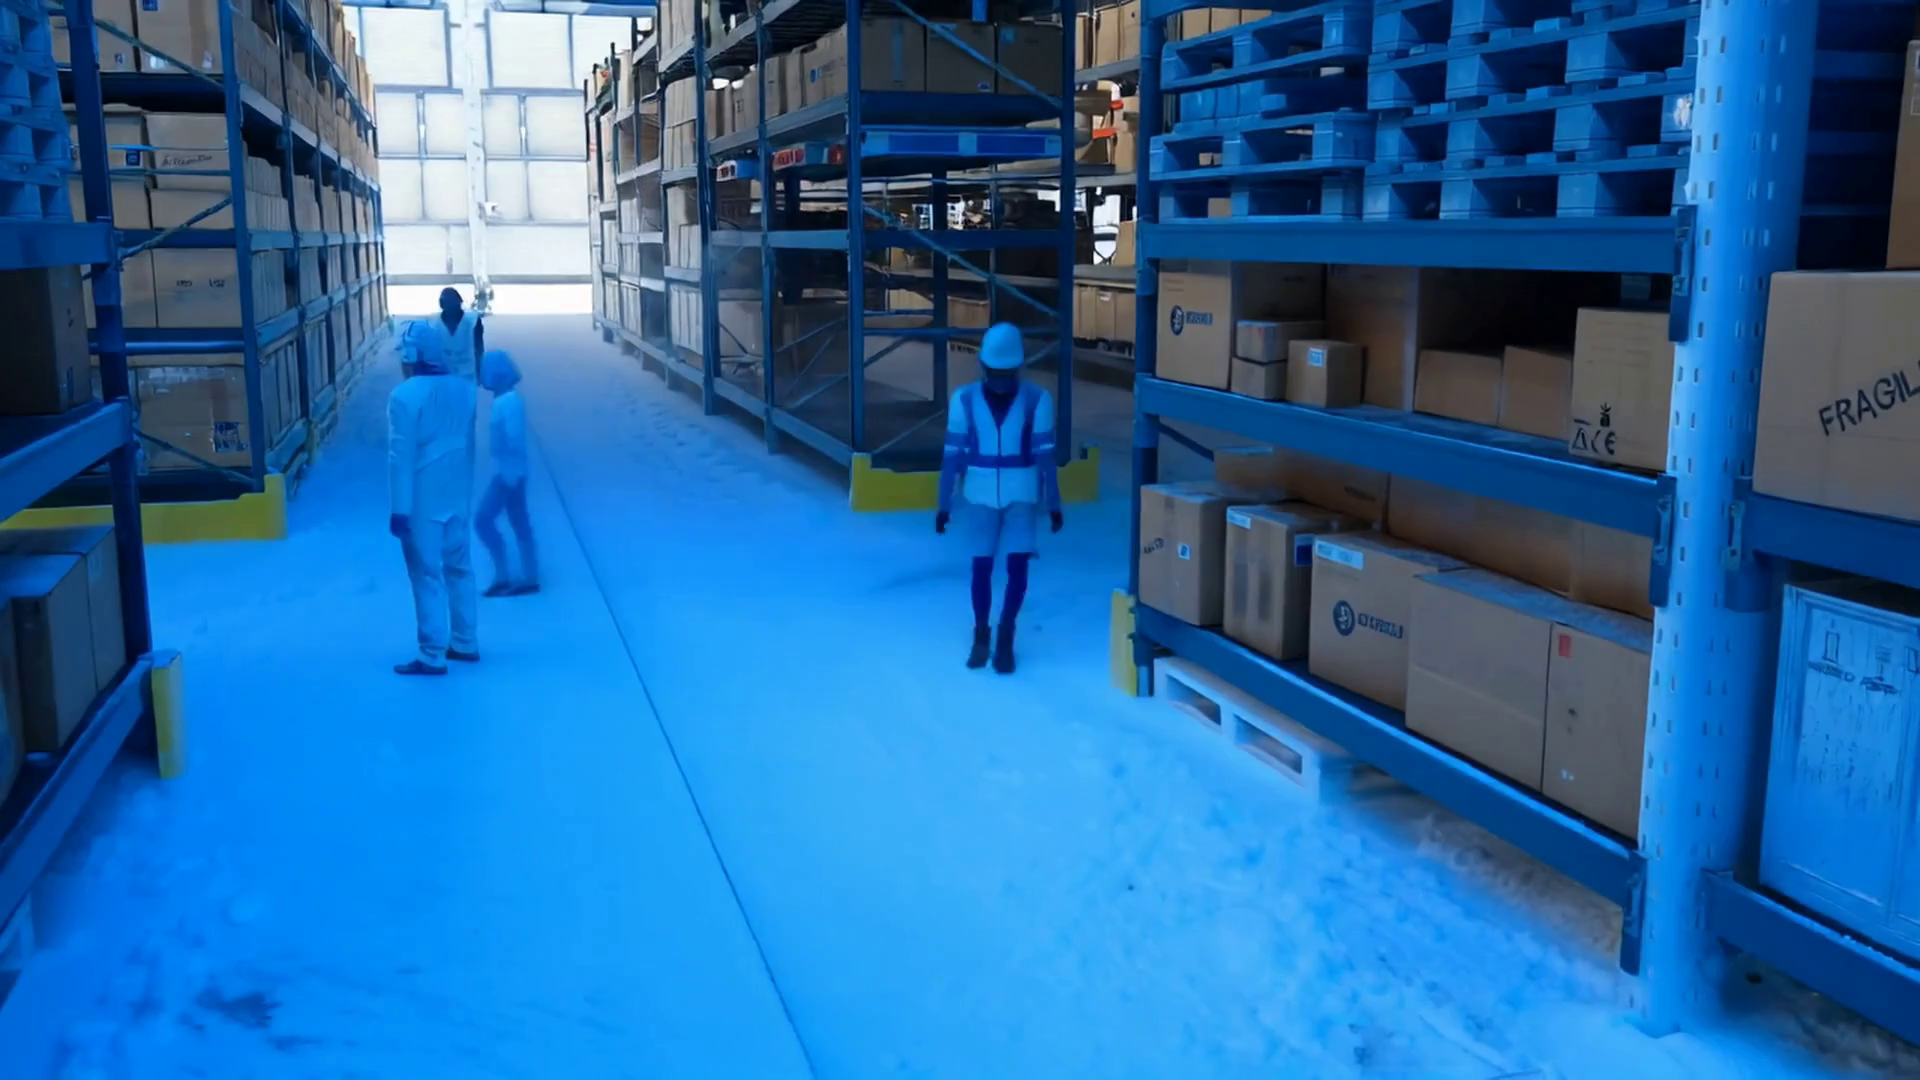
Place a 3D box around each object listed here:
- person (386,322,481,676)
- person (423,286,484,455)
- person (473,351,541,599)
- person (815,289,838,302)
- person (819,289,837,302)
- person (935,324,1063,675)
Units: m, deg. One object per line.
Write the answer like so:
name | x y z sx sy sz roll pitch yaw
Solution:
person | -2.875 -0.222 8.992 0.400 1.899 0.649 3 11 18
person | -5.365 -1.763 17.618 0.634 1.826 0.452 -2 11 -13
person | -3.002 -0.411 10.785 0.555 1.610 0.521 -1 10 -7
person | -3.101 -5.554 38.734 0.530 1.708 0.943 -1 10 -7
person | -2.606 -4.572 32.616 0.412 1.986 0.603 -5 12 -28
person | 0.212 -0.212 8.936 0.687 1.889 0.609 1 10 6
